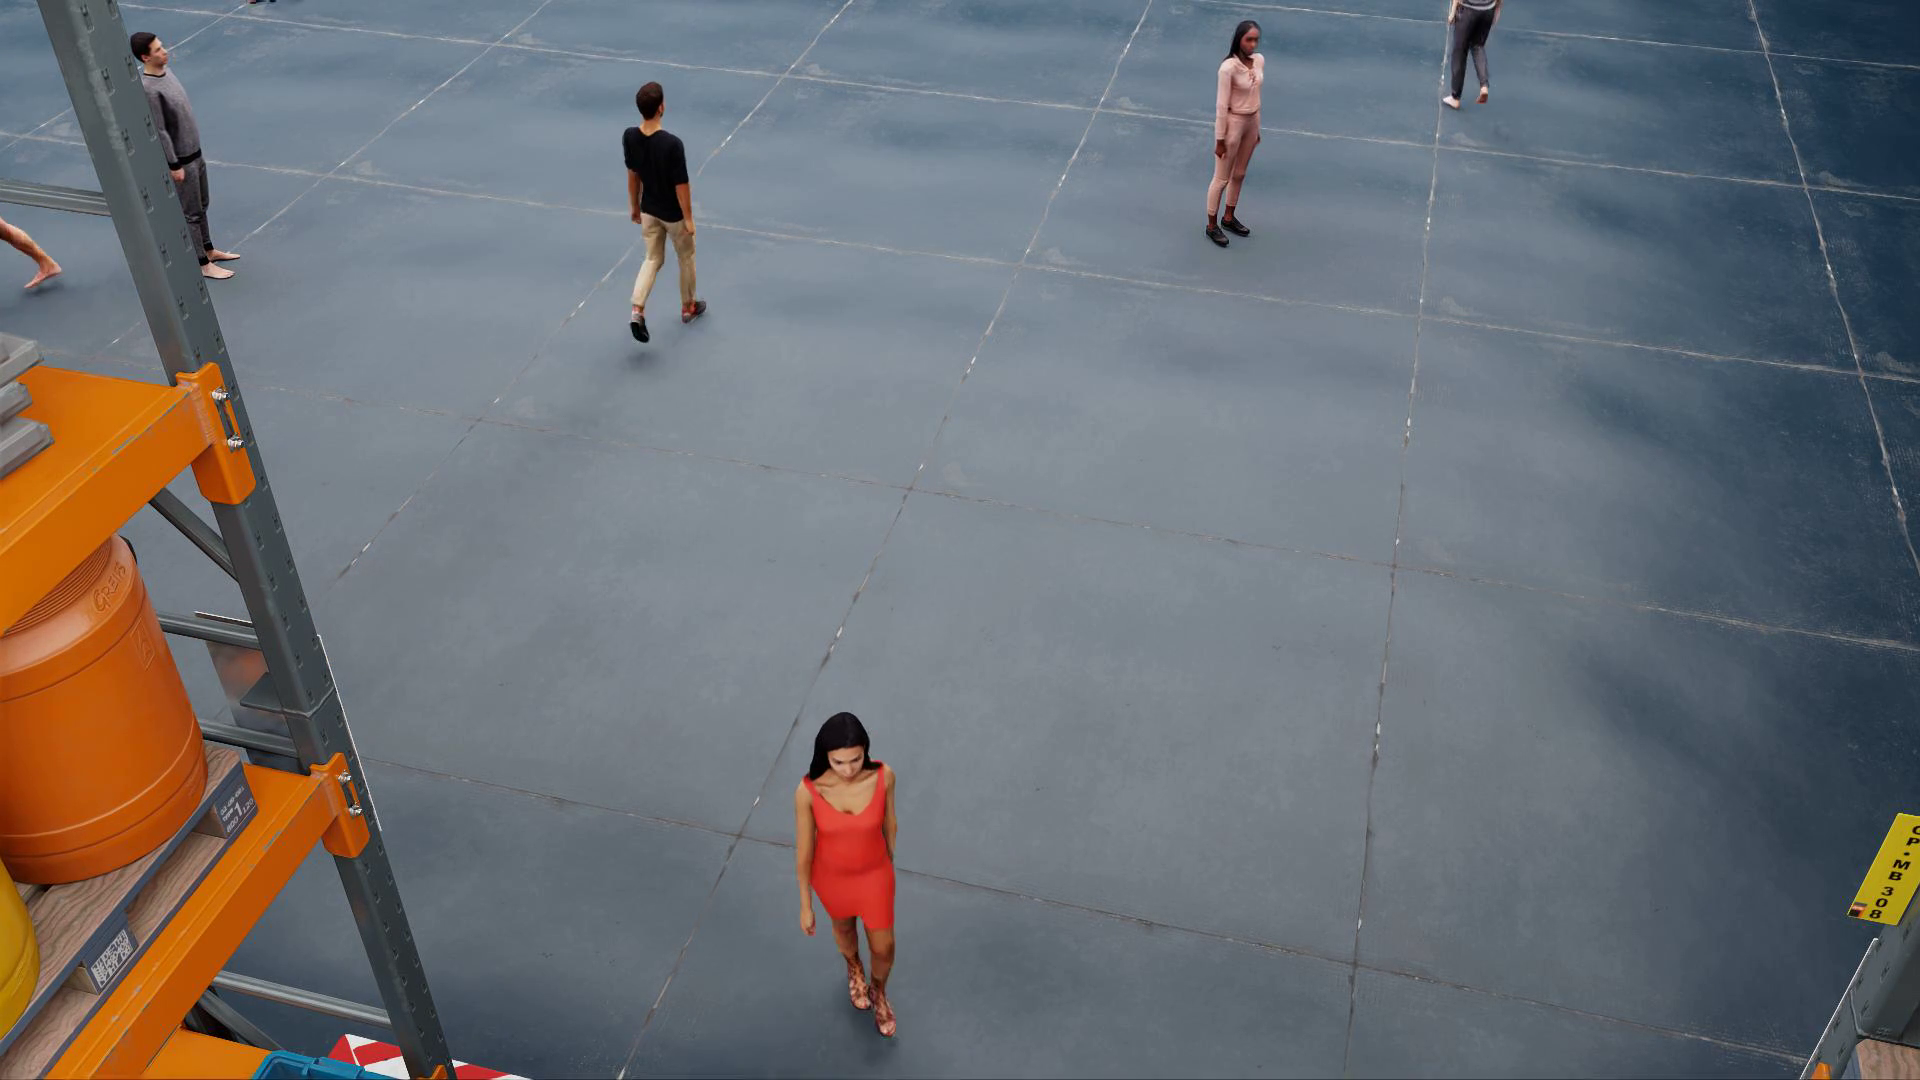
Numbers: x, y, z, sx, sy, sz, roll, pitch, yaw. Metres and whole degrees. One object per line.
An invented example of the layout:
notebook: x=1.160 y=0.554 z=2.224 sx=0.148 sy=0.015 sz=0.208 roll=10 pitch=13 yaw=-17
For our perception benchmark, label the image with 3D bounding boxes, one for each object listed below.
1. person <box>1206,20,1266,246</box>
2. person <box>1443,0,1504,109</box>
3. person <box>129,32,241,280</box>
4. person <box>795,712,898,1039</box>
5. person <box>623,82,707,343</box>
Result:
person: x=2.101 y=-3.100 z=12.639 sx=0.660 sy=1.719 sz=0.764 roll=-28 pitch=46 yaw=-31
person: x=4.534 y=-4.567 z=14.488 sx=0.762 sy=1.751 sz=0.834 roll=-9 pitch=39 yaw=-12
person: x=-5.725 y=-2.832 z=12.198 sx=0.814 sy=1.841 sz=0.635 roll=-4 pitch=38 yaw=-5
person: x=-0.475 y=1.337 z=6.980 sx=0.736 sy=1.703 sz=0.790 roll=-7 pitch=39 yaw=-9
person: x=-2.072 y=-2.204 z=11.400 sx=0.714 sy=1.835 sz=1.071 roll=14 pitch=40 yaw=17
